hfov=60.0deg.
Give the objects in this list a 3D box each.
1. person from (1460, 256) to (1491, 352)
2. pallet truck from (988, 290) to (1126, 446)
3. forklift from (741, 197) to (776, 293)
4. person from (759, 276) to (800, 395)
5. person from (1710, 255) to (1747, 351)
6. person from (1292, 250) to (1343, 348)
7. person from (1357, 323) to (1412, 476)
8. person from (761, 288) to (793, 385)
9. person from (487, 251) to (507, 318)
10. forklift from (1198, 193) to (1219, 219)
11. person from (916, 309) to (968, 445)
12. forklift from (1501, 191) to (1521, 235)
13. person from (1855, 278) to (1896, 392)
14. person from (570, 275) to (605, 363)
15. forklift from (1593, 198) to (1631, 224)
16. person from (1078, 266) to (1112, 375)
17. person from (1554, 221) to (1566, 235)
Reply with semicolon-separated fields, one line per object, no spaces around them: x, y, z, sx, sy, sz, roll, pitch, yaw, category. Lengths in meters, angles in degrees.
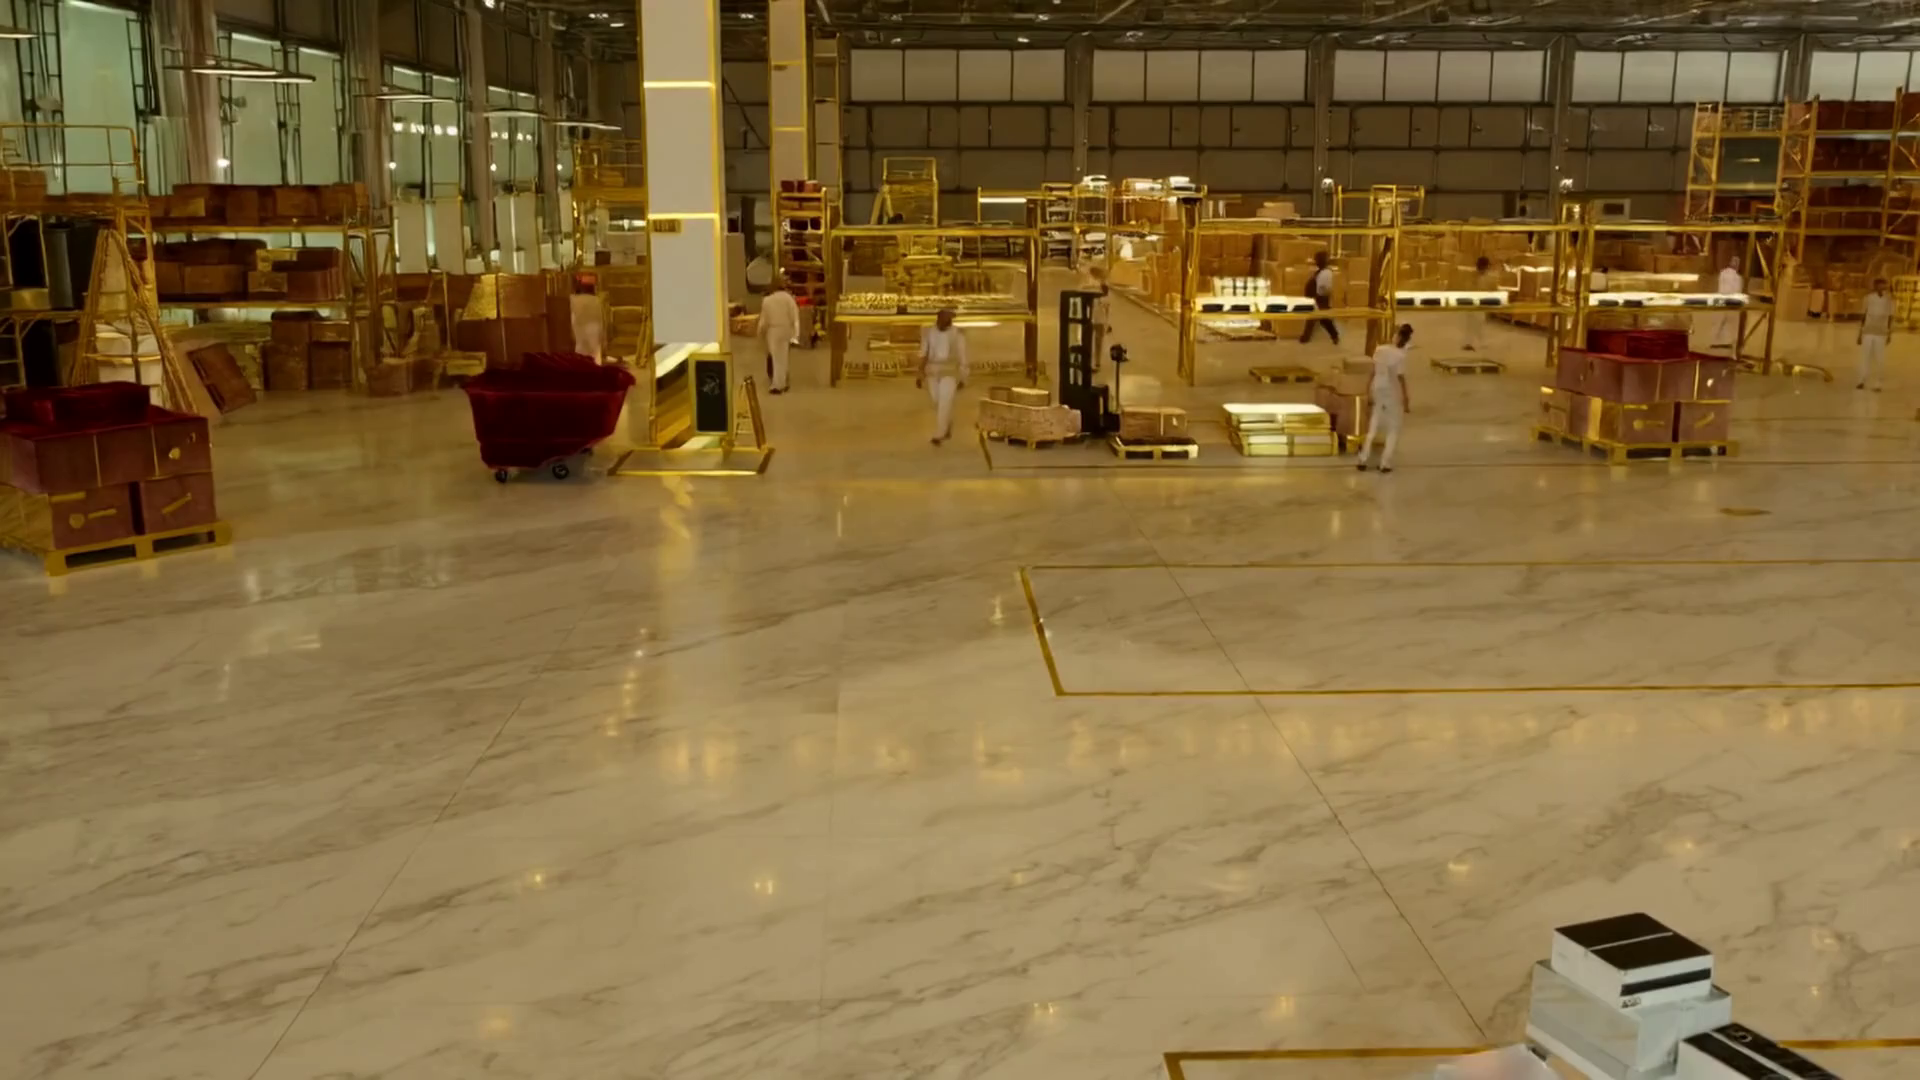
10.363;-4.684;33.069;0.800;1.907;0.658;0;12;-2;person
1.257;-2.299;22.111;1.885;1.965;0.823;-9;15;-35;pallet truck
-6.139;-8.606;48.577;1.873;2.768;1.129;0;12;-2;forklift
-2.883;-3.297;26.849;0.642;1.903;0.458;-11;17;-41;person
15.503;-4.749;33.368;0.830;1.907;0.628;-2;13;-9;person
7.348;-4.911;33.805;0.995;2.000;0.685;0;12;-1;person
5.029;-1.650;19.589;0.399;1.830;0.562;-8;15;-32;person
-3.041;-3.385;27.768;0.539;1.670;0.739;0;12;-1;person
-11.421;-6.267;40.866;0.522;1.631;0.325;12;17;43;person
8.430;-10.397;56.665;1.873;2.768;1.129;10;16;38;forklift
-0.238;-2.169;22.049;0.638;1.778;1.005;5;13;20;person
20.786;-11.780;62.906;1.873;2.768;1.129;0;12;-2;forklift
14.983;-3.360;27.225;0.334;1.860;0.509;-11;17;-42;person
-6.206;-3.442;27.552;0.608;1.881;0.992;9;15;35;person
18.227;-8.203;46.757;1.129;2.768;1.873;12;17;43;forklift
2.401;-3.915;29.586;0.614;1.913;0.532;1;13;6;person
20.458;-9.885;56.537;0.565;1.919;0.547;7;14;28;person
